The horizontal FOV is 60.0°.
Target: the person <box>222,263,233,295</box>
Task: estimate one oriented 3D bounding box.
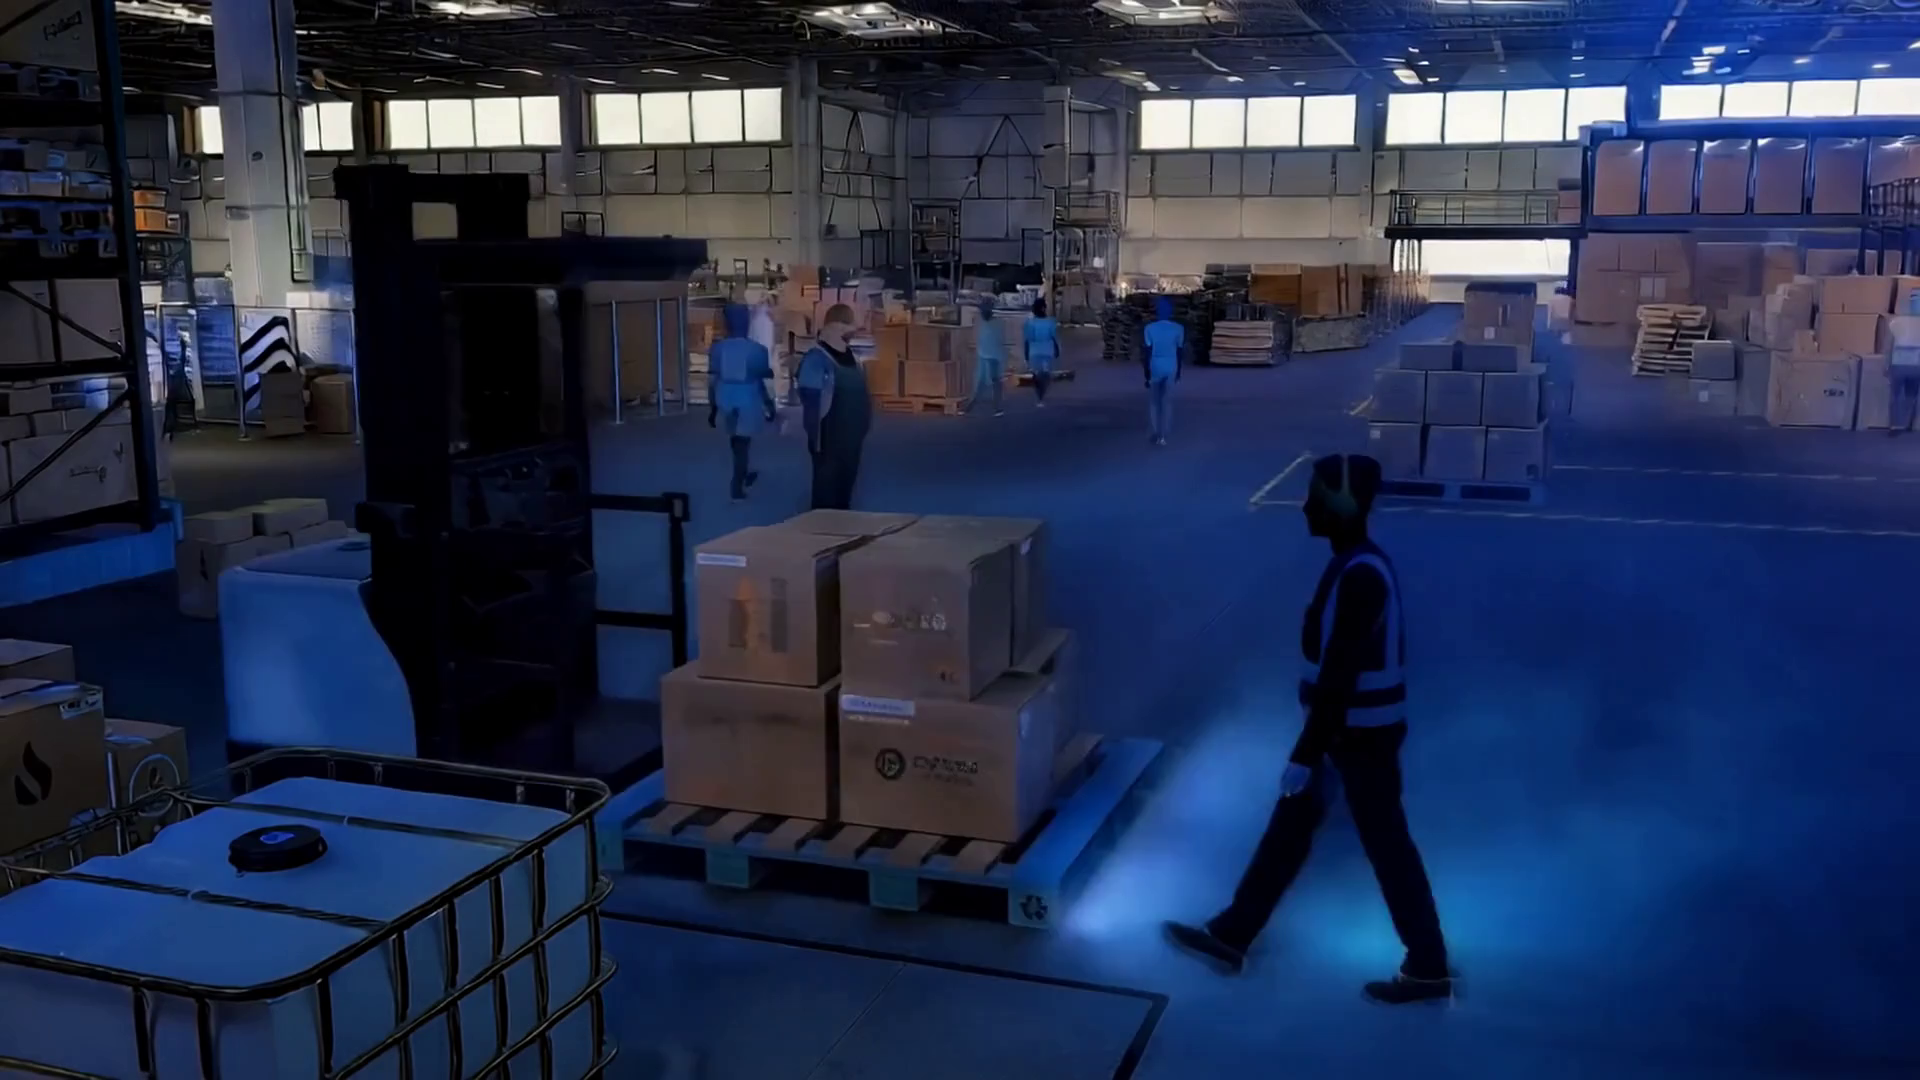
[{"bbox_3d":[-26.538,-9.118,60.370,0.403,1.833,0.591,3,11,18],"label":"person"}]

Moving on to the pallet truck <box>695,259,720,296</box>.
[{"bbox_3d":[-9.165,-9.627,62.776,0.823,1.965,1.885,4,11,23],"label":"pallet truck"}]

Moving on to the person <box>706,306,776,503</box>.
[{"bbox_3d":[-2.147,-1.351,16.419,0.625,1.904,1.042,3,10,14],"label":"person"}]

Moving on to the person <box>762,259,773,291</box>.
[{"bbox_3d":[-7.018,-9.137,60.025,1.027,1.987,0.637,-5,11,-27],"label":"person"}]

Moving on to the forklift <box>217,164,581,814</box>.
[{"bbox_3d":[-2.257,-0.232,7.382,1.873,2.768,1.129,3,11,19],"label":"forklift"}]

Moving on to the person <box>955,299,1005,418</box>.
[{"bbox_3d":[0.337,-2.592,23.903,0.888,1.716,0.546,-9,13,-40],"label":"person"}]

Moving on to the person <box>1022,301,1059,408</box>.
[{"bbox_3d":[1.231,-2.880,25.768,0.563,1.634,0.903,-2,10,-13],"label":"person"}]

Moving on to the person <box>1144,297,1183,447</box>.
[{"bbox_3d":[2.546,-2.101,20.807,0.518,1.847,0.580,0,10,1],"label":"person"}]

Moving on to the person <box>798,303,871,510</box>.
[{"bbox_3d":[-0.995,-0.911,13.568,0.535,2.000,0.714,5,11,28],"label":"person"}]

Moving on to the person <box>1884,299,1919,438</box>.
[{"bbox_3d":[12.359,-2.264,21.668,0.645,1.861,0.911,10,14,43],"label":"person"}]

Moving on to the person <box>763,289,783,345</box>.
[{"bbox_3d":[-3.236,-3.423,28.499,0.485,1.751,0.544,5,11,26],"label":"person"}]

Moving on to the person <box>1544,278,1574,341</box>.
[{"bbox_3d":[11.086,-3.888,30.780,0.555,1.903,0.990,1,10,5],"label":"person"}]

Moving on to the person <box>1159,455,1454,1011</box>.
[{"bbox_3d":[1.184,0.637,5.428,0.990,1.827,0.583,1,10,5],"label":"person"}]

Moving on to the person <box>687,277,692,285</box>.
[{"bbox_3d":[-10.159,-9.386,61.745,0.780,1.876,0.663,5,11,26],"label":"person"}]

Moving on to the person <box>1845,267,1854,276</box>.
[{"bbox_3d":[25.189,-6.803,47.205,0.529,1.879,0.598,-3,11,-18],"label":"person"}]

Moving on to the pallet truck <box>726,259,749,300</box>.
[{"bbox_3d":[-7.986,-9.493,62.019,0.823,1.965,1.885,3,11,17],"label":"pallet truck"}]

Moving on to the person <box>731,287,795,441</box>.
[{"bbox_3d":[-2.537,-2.261,21.385,0.858,1.970,0.626,-6,11,-29],"label":"person"}]
